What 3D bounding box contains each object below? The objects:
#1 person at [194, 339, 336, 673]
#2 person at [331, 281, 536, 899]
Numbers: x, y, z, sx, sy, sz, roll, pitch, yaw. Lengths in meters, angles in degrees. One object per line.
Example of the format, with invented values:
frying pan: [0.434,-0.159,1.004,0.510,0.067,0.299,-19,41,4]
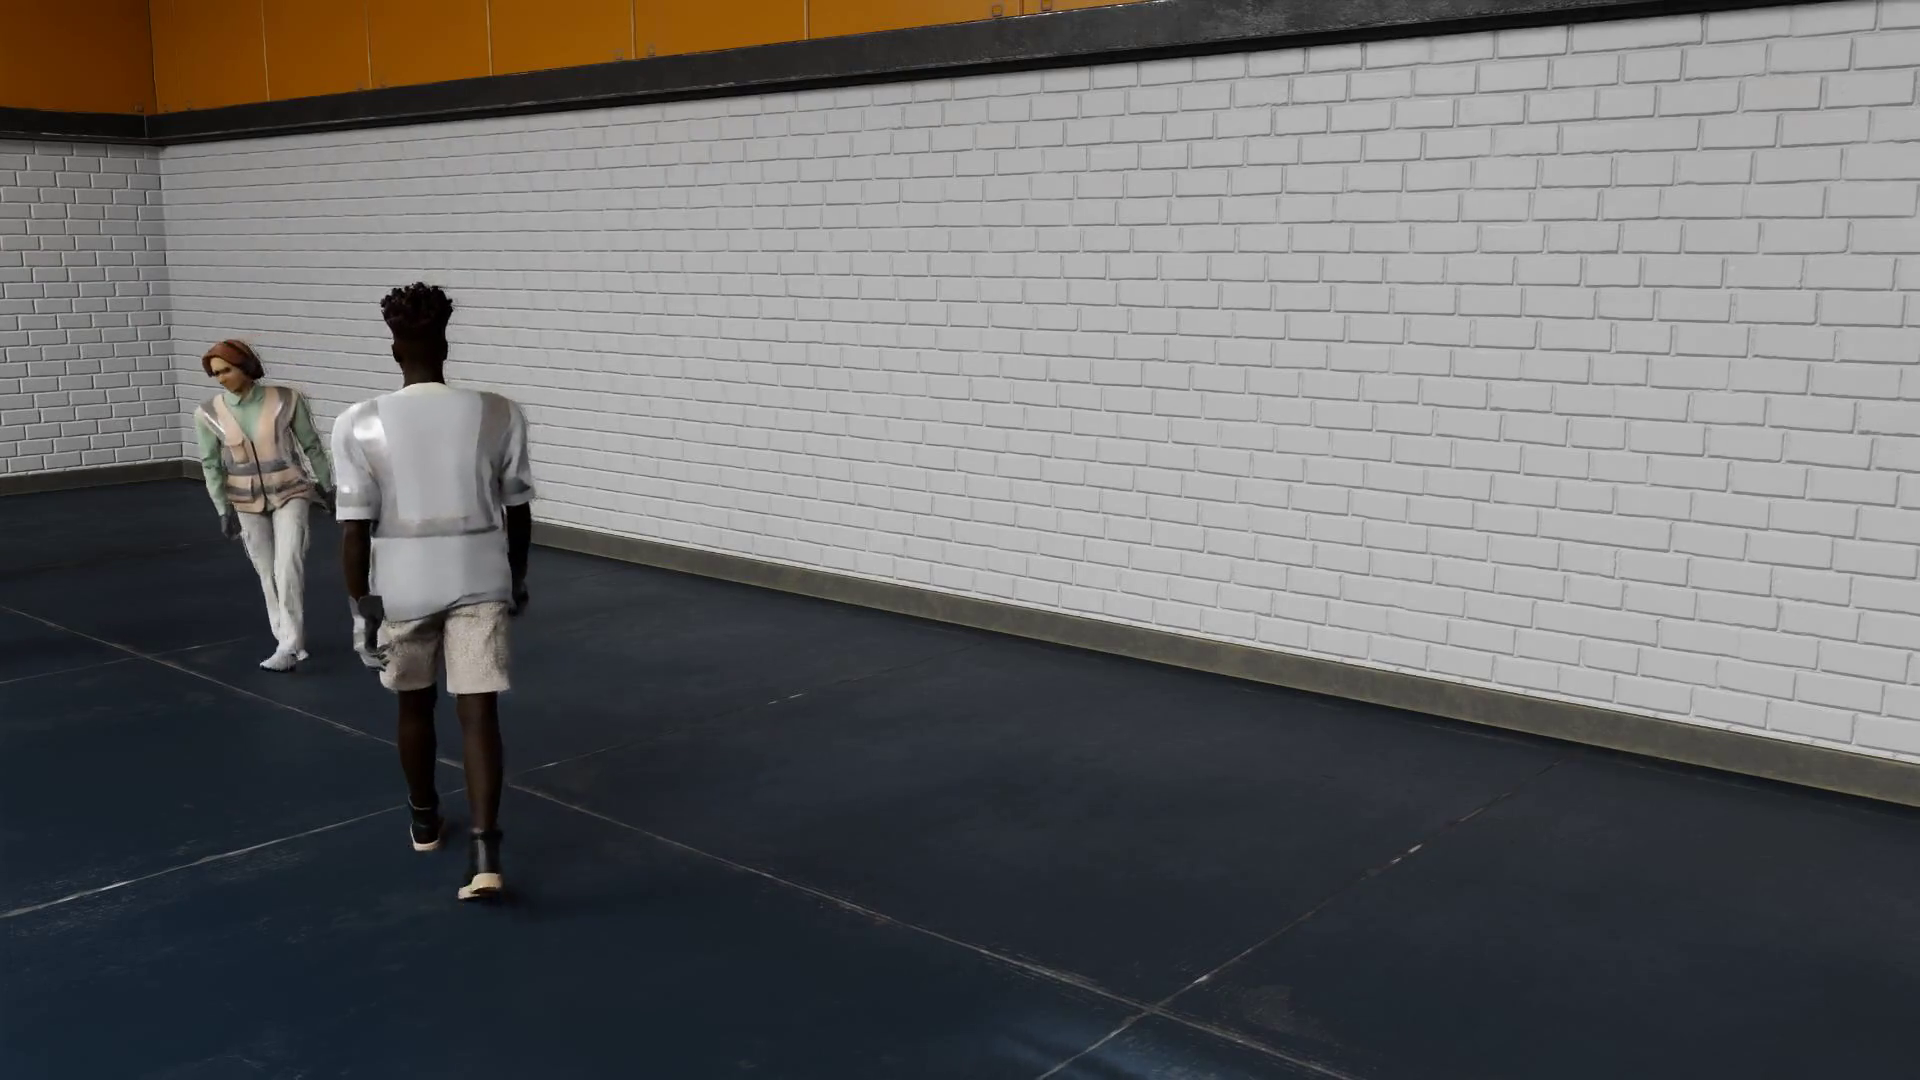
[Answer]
person: [-3.298,-0.151,7.904,0.567,1.593,0.719,-2,10,-10]
person: [-1.636,0.152,5.265,0.608,1.929,0.970,-3,10,-18]
